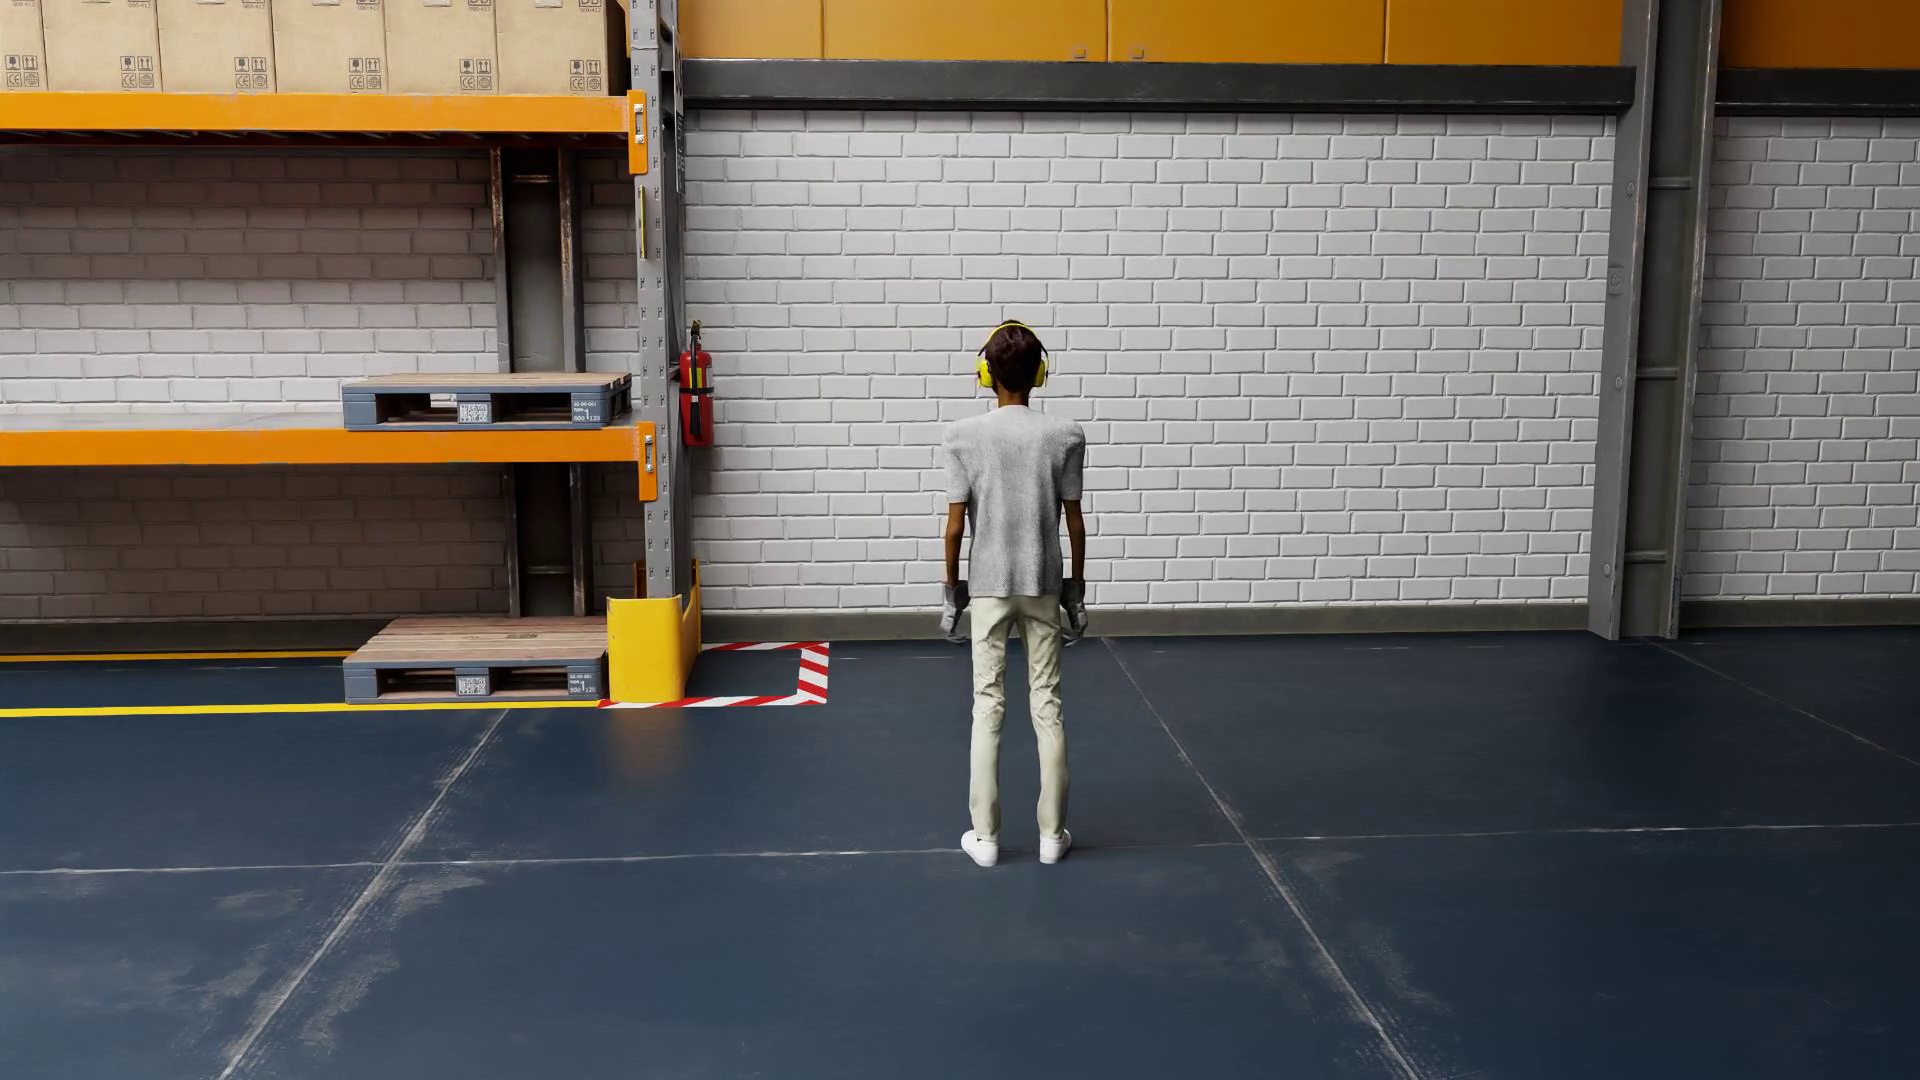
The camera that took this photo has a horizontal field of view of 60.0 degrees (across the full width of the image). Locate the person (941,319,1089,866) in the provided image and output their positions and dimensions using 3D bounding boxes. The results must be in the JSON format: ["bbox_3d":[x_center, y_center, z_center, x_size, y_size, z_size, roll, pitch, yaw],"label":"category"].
[{"bbox_3d":[0.189,0.188,5.701,0.508,1.876,0.328,-1,9,-4],"label":"person"}]
